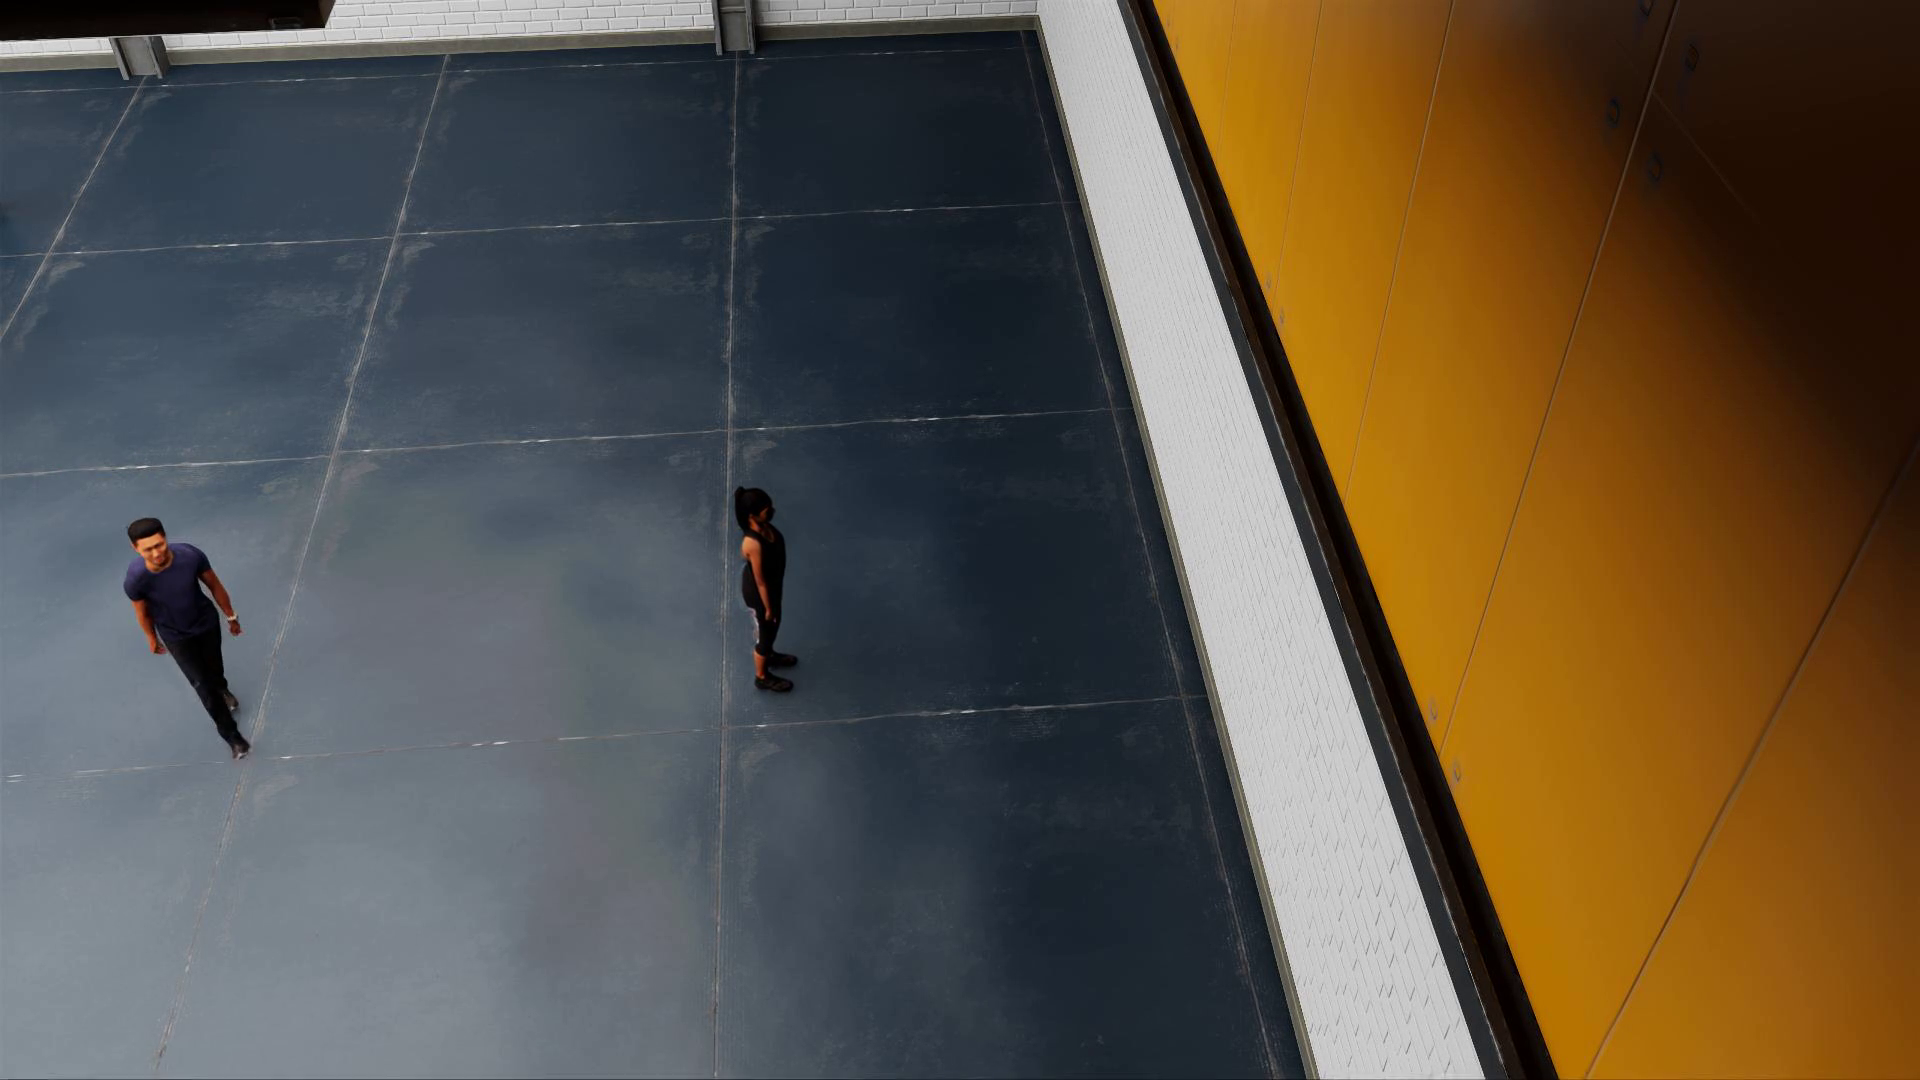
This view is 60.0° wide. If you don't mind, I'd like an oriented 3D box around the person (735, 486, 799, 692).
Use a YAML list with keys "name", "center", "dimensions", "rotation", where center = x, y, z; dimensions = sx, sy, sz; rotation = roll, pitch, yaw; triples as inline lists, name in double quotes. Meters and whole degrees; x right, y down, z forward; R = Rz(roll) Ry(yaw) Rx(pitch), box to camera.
- name: "person"
  center: [-1.240, 0.290, 10.472]
  dimensions: [0.496, 1.664, 0.560]
  rotation: [-3, 44, -3]

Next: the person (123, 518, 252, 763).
- name: "person"
  center: [-4.750, 0.478, 10.209]
  dimensions: [1.108, 1.756, 1.085]
  rotation: [-30, 51, -27]
